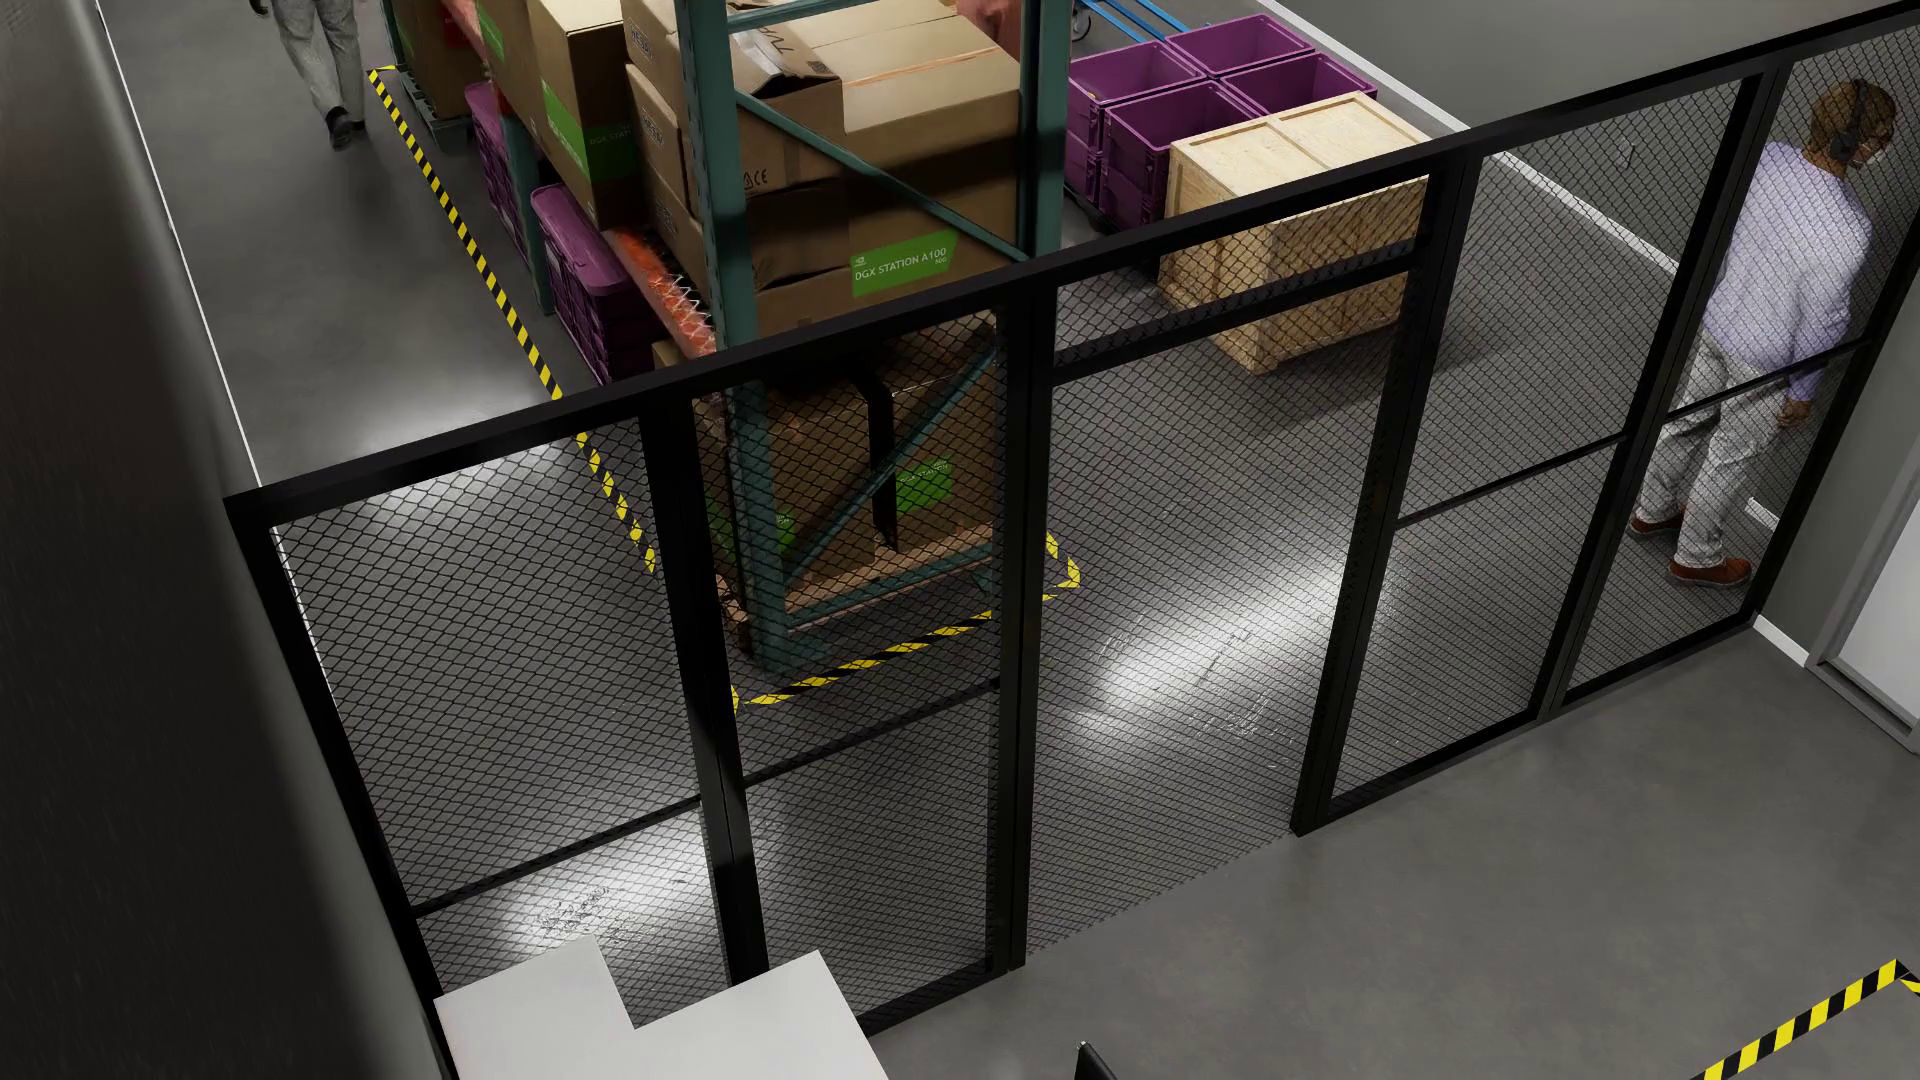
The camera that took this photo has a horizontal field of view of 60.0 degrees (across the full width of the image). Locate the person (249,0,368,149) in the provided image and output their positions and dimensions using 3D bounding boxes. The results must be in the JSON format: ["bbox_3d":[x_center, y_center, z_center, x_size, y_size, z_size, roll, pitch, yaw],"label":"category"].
[{"bbox_3d":[-3.143,-2.747,8.037,0.611,1.820,0.517,-21,46,-21],"label":"person"}]

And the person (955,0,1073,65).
[{"bbox_3d":[0.197,-1.821,6.899,0.623,1.989,0.400,-32,51,-30],"label":"person"}]

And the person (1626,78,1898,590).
[{"bbox_3d":[2.725,-0.667,5.677,0.372,1.938,0.631,-8,43,-9],"label":"person"}]
